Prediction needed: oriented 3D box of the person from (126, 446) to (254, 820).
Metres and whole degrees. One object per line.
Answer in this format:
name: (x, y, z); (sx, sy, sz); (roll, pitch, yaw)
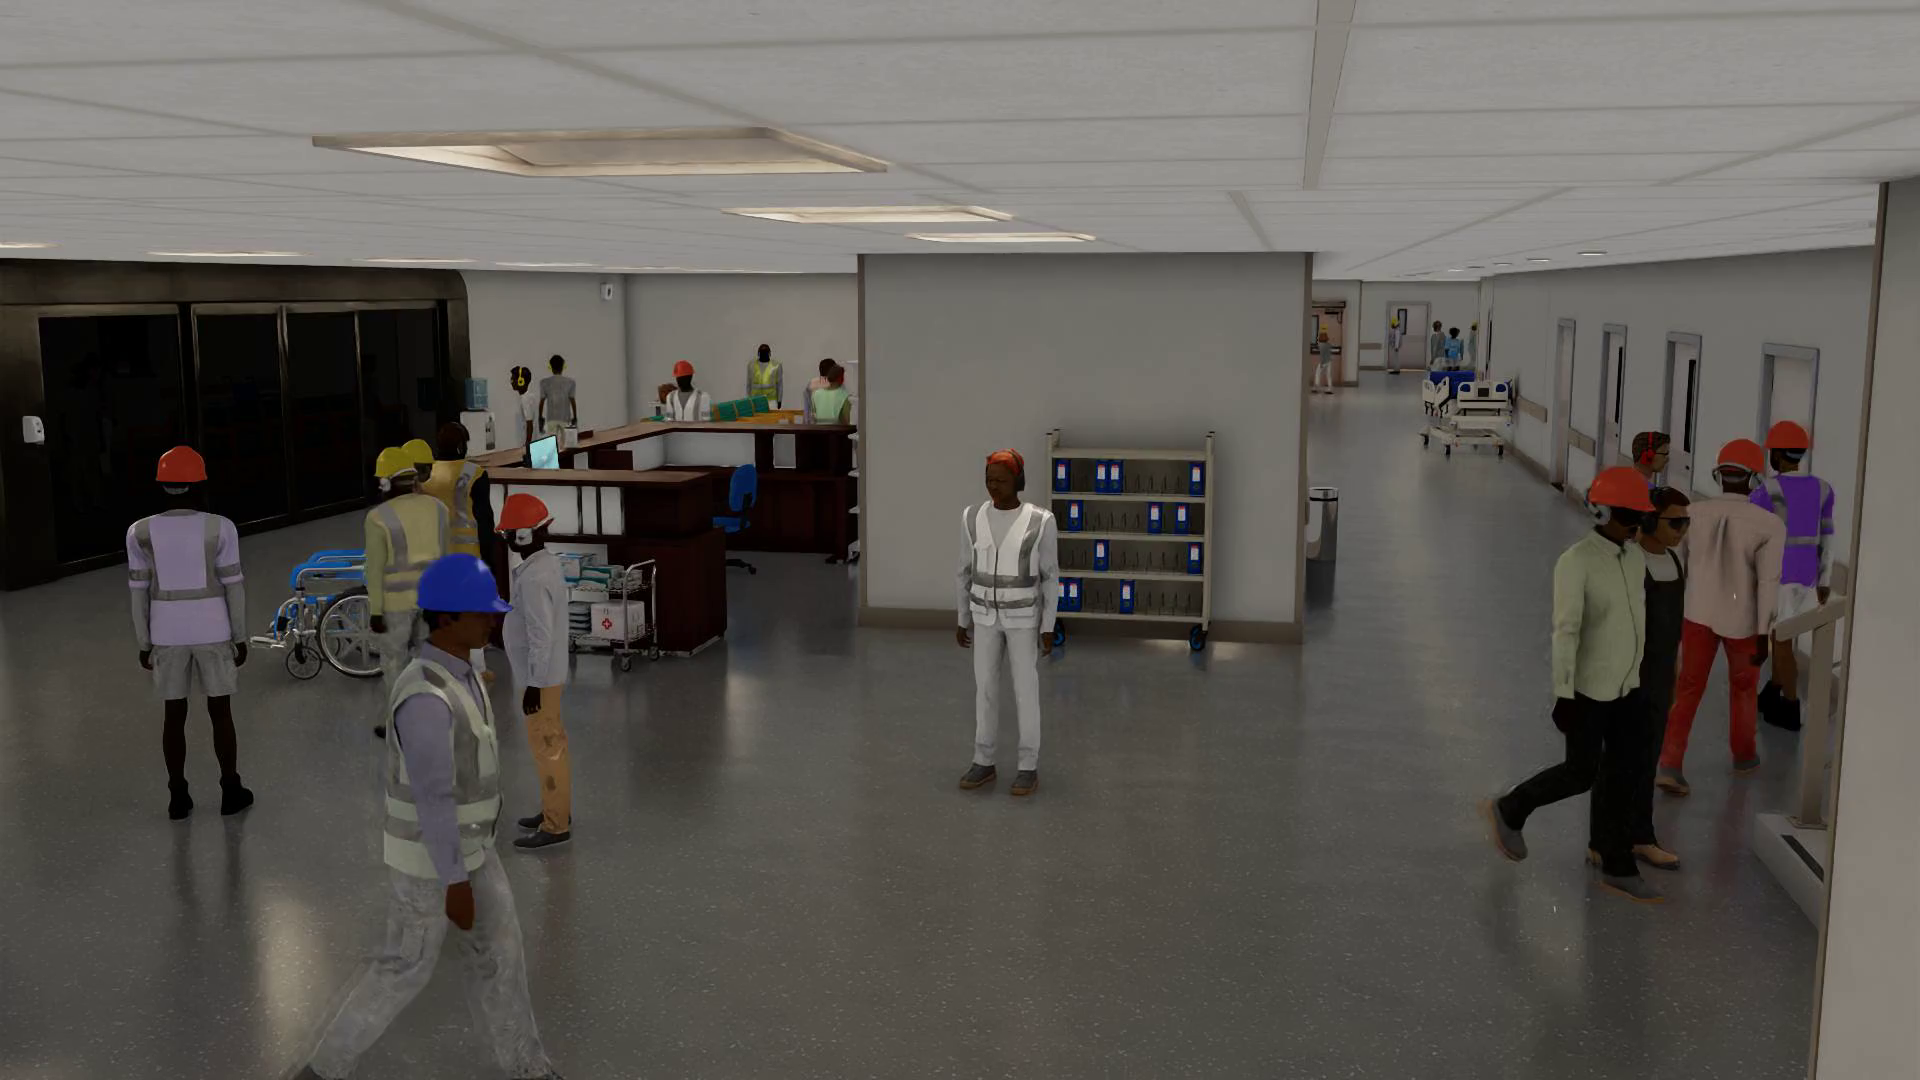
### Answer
person: (-3.984, 0.481, 8.626); (0.543, 1.939, 0.360); (-2, 9, -14)

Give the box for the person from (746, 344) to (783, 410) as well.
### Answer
person: (-3.279, -2.368, 27.900); (0.625, 1.837, 0.430); (1, 9, 5)

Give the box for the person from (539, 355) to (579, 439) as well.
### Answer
person: (-5.602, -1.659, 23.188); (0.544, 1.841, 0.798); (-2, 9, -13)

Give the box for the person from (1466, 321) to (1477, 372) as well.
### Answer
person: (16.328, -6.073, 52.829); (0.402, 1.726, 0.493); (1, 9, 5)

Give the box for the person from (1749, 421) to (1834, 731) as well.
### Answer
person: (5.153, 0.206, 10.536); (0.563, 1.905, 0.771); (-2, 9, -14)

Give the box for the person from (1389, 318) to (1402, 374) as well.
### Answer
person: (14.063, -6.259, 53.774); (0.430, 1.815, 0.652); (1, 9, 10)

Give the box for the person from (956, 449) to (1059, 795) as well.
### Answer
person: (0.246, 0.444, 9.062); (0.587, 1.879, 0.342); (4, 9, 25)

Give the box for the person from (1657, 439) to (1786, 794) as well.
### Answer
person: (4.150, 0.415, 9.094); (0.623, 1.941, 1.087); (8, 11, 41)

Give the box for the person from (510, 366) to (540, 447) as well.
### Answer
person: (-4.958, -1.051, 19.022); (0.313, 1.869, 0.528); (-2, 9, -11)

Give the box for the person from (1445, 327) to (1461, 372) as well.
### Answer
person: (13.810, -5.129, 46.700); (0.540, 1.682, 0.405); (-3, 9, -22)

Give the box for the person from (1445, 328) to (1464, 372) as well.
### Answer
person: (14.174, -5.256, 47.685); (0.515, 1.641, 0.309); (4, 10, 26)

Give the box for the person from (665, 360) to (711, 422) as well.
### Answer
person: (-3.202, -1.133, 19.402); (0.564, 1.915, 0.511); (3, 9, 19)

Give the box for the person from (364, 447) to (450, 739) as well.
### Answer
person: (-3.252, 0.345, 9.995); (0.686, 1.809, 0.595); (5, 10, 32)

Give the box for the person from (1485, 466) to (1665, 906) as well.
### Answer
person: (2.846, 0.631, 7.563); (0.629, 1.966, 0.755); (-6, 11, -36)

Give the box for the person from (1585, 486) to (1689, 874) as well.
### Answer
person: (3.197, 0.657, 7.796); (0.506, 1.840, 0.342); (-5, 10, -31)

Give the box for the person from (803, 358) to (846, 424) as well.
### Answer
person: (-1.739, -1.469, 21.889); (0.633, 1.841, 0.429); (4, 9, 23)

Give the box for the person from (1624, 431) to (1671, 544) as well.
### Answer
person: (4.374, 0.206, 10.806); (0.393, 1.837, 0.559); (2, 9, 10)

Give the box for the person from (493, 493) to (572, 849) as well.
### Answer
person: (-2.102, 0.637, 8.206); (0.342, 1.747, 0.572); (-1, 9, -8)

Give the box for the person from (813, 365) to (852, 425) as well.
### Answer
person: (-1.602, -1.243, 20.465); (0.582, 1.818, 0.809); (4, 10, 27)

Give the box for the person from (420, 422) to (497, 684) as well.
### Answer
person: (-3.480, 0.103, 11.509); (0.618, 1.836, 0.430); (3, 9, 20)

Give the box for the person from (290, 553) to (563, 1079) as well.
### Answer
person: (-1.741, 0.986, 5.395); (0.939, 1.913, 0.624); (0, 9, -2)

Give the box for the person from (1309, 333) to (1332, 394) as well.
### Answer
person: (9.473, -4.615, 43.557); (0.507, 1.604, 0.752); (-7, 11, -37)

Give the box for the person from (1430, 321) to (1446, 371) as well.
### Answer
person: (12.319, -4.696, 42.977); (0.357, 1.938, 0.637); (7, 11, 38)
